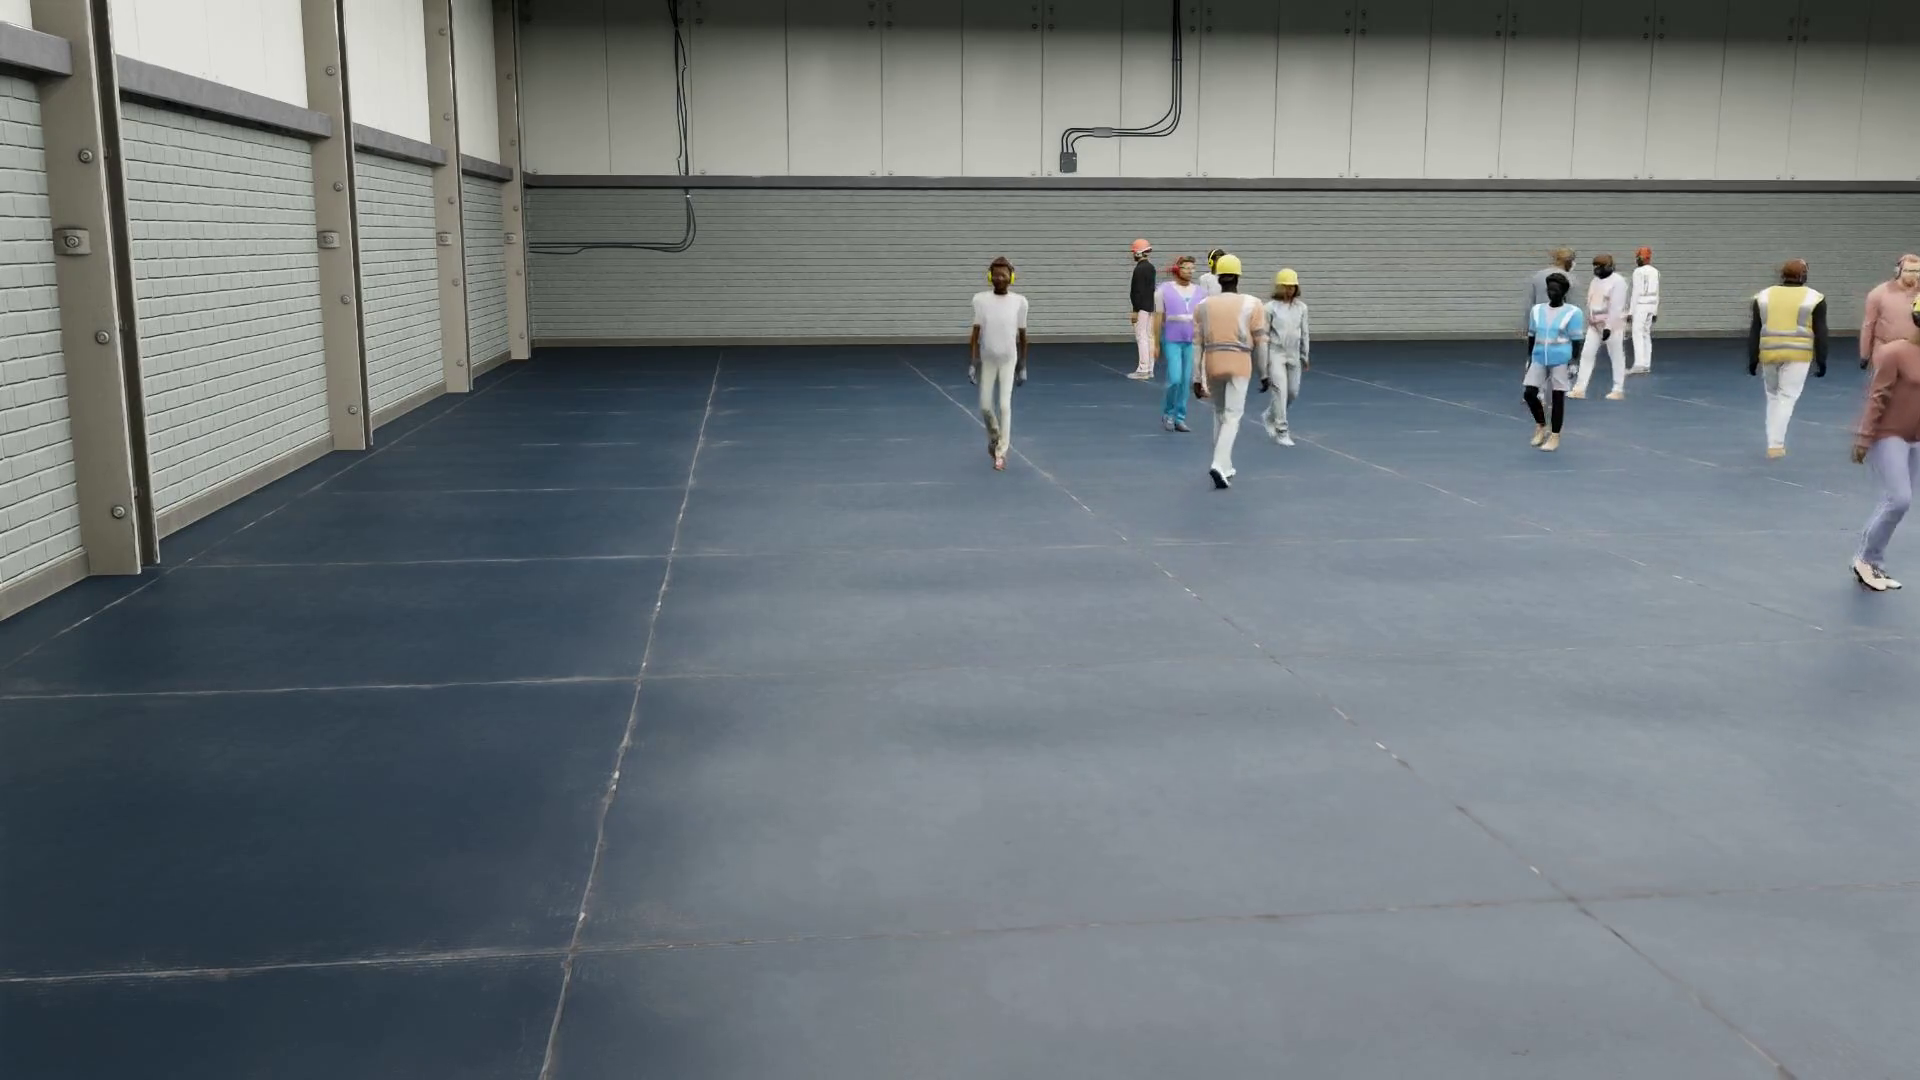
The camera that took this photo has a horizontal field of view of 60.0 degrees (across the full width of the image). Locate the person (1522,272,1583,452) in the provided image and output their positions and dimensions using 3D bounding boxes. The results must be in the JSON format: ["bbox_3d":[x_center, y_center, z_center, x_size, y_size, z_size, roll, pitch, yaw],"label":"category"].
[{"bbox_3d":[5.577,-1.671,15.678,0.551,1.685,0.366,10,14,43],"label":"person"}]

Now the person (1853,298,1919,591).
[{"bbox_3d":[5.379,-0.563,9.472,0.545,1.735,0.485,-4,11,-21],"label":"person"}]

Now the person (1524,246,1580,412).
[{"bbox_3d":[6.808,-2.407,19.120,0.479,1.911,0.656,-4,11,-21],"label":"person"}]

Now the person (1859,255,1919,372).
[{"bbox_3d":[8.973,-1.776,15.861,0.632,1.845,1.043,2,11,12],"label":"person"}]

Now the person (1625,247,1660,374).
[{"bbox_3d":[10.168,-3.412,24.766,0.601,1.879,0.392,-8,13,-37],"label":"person"}]

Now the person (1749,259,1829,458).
[{"bbox_3d":[7.686,-1.675,15.365,0.771,1.812,0.647,-10,14,-44],"label":"person"}]

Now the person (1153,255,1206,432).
[{"bbox_3d":[2.291,-2.026,17.232,0.592,1.834,0.447,-4,11,-21],"label":"person"}]

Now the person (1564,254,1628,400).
[{"bbox_3d":[7.914,-2.620,20.583,0.860,1.797,0.652,-3,11,-17],"label":"person"}]

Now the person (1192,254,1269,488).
[{"bbox_3d":[2.175,-1.387,13.612,0.596,1.891,0.939,6,12,28],"label":"person"}]

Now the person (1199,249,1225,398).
[{"bbox_3d":[3.226,-2.740,21.074,0.538,1.866,0.313,-10,14,-44],"label":"person"}]

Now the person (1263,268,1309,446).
[{"bbox_3d":[3.154,-1.807,16.352,0.500,1.721,0.671,-4,11,-19],"label":"person"}]

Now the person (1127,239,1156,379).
[{"bbox_3d":[2.597,-3.307,23.826,0.397,1.992,0.623,5,11,26],"label":"person"}]

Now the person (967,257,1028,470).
[{"bbox_3d":[0.334,-1.563,14.656,0.533,1.857,0.630,1,10,7],"label":"person"}]
